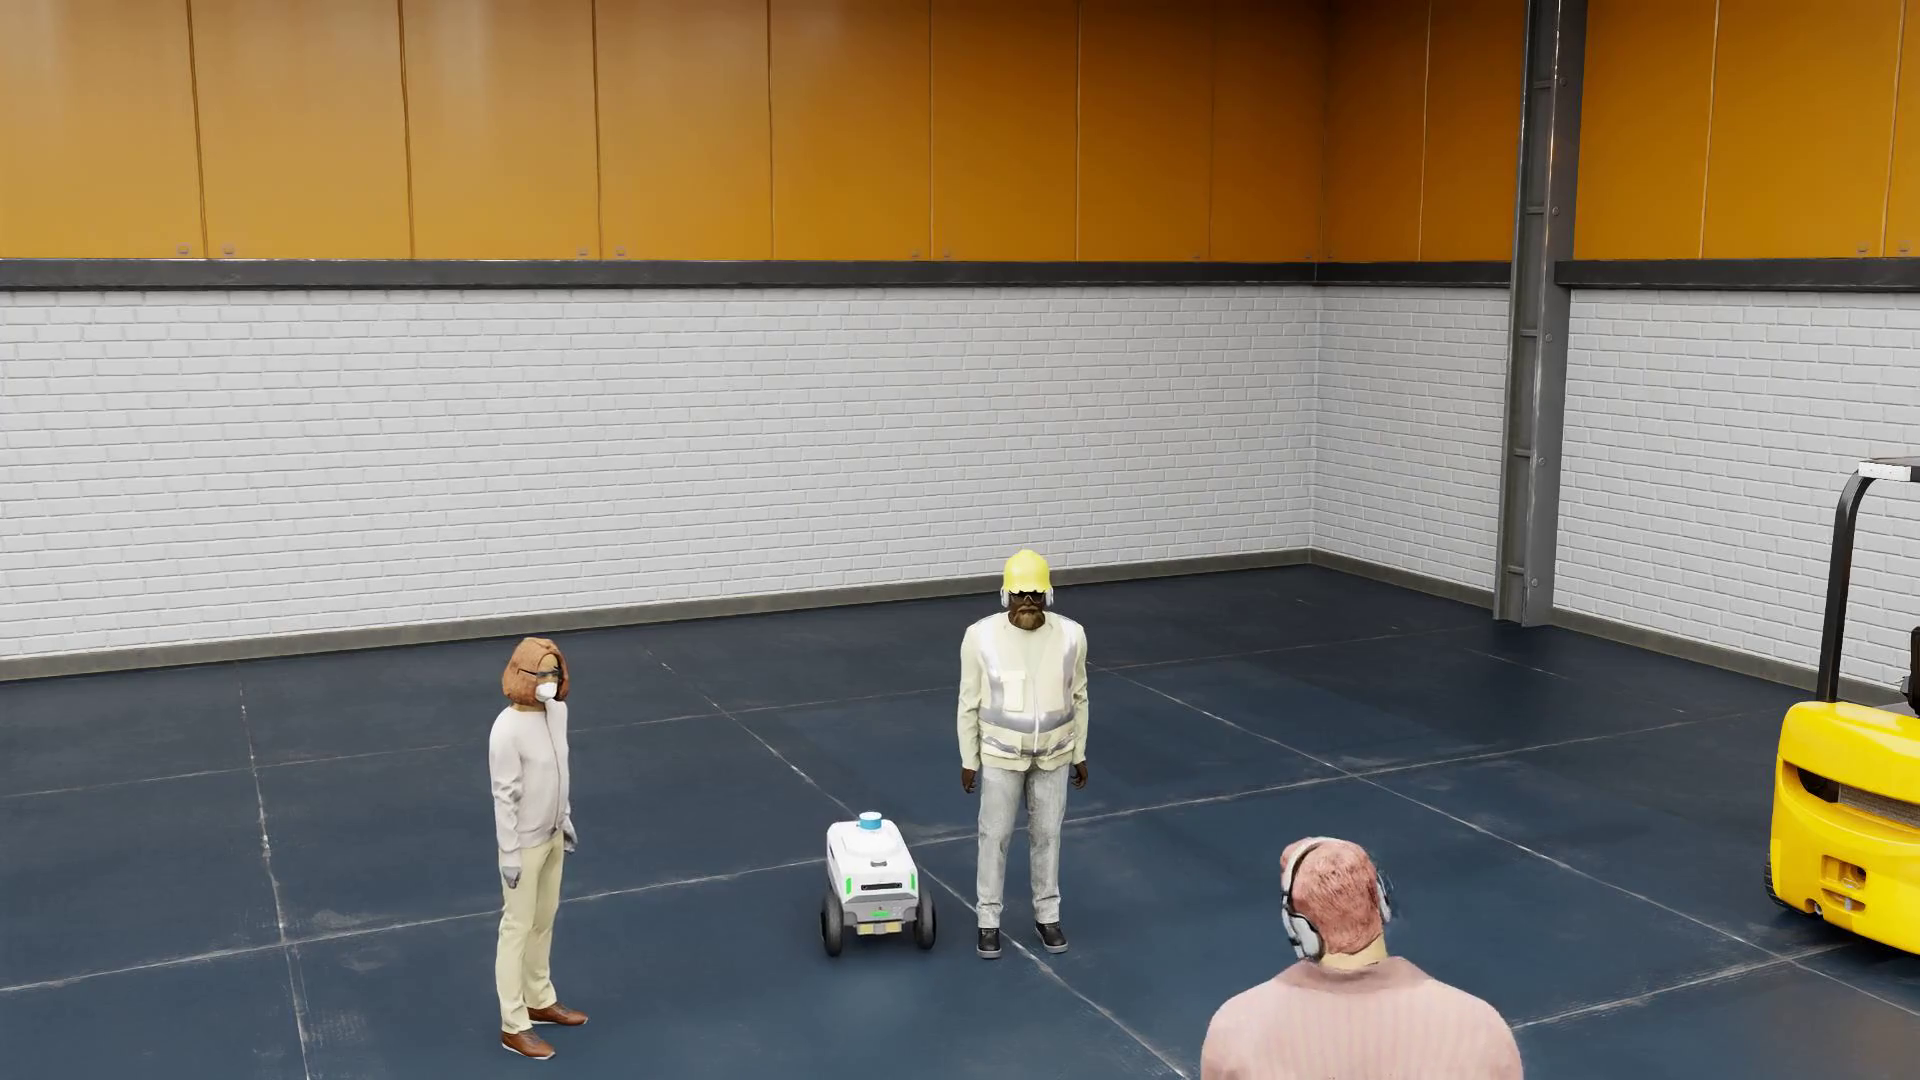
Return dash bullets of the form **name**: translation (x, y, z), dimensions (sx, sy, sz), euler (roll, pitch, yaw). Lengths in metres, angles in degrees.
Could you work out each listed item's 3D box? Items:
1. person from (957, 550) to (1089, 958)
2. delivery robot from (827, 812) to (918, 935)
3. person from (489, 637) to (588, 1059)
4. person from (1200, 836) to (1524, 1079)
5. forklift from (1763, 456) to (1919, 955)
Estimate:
- **person**: translation (0.290, 0.942, 7.371), dimensions (0.600, 1.829, 0.404), euler (-2, 9, -11)
- **delivery robot**: translation (-0.408, 1.491, 7.622), dimensions (0.477, 0.478, 0.707), euler (-2, 9, -11)
- **person**: translation (-1.652, 1.179, 6.515), dimensions (0.287, 1.631, 0.501), euler (2, 9, 14)
- **person**: translation (0.811, 1.573, 3.376), dimensions (0.706, 1.862, 0.643), euler (3, 10, 18)
- **forklift**: translation (4.857, 0.731, 7.561), dimensions (2.313, 2.155, 1.214), euler (-4, 10, -25)
